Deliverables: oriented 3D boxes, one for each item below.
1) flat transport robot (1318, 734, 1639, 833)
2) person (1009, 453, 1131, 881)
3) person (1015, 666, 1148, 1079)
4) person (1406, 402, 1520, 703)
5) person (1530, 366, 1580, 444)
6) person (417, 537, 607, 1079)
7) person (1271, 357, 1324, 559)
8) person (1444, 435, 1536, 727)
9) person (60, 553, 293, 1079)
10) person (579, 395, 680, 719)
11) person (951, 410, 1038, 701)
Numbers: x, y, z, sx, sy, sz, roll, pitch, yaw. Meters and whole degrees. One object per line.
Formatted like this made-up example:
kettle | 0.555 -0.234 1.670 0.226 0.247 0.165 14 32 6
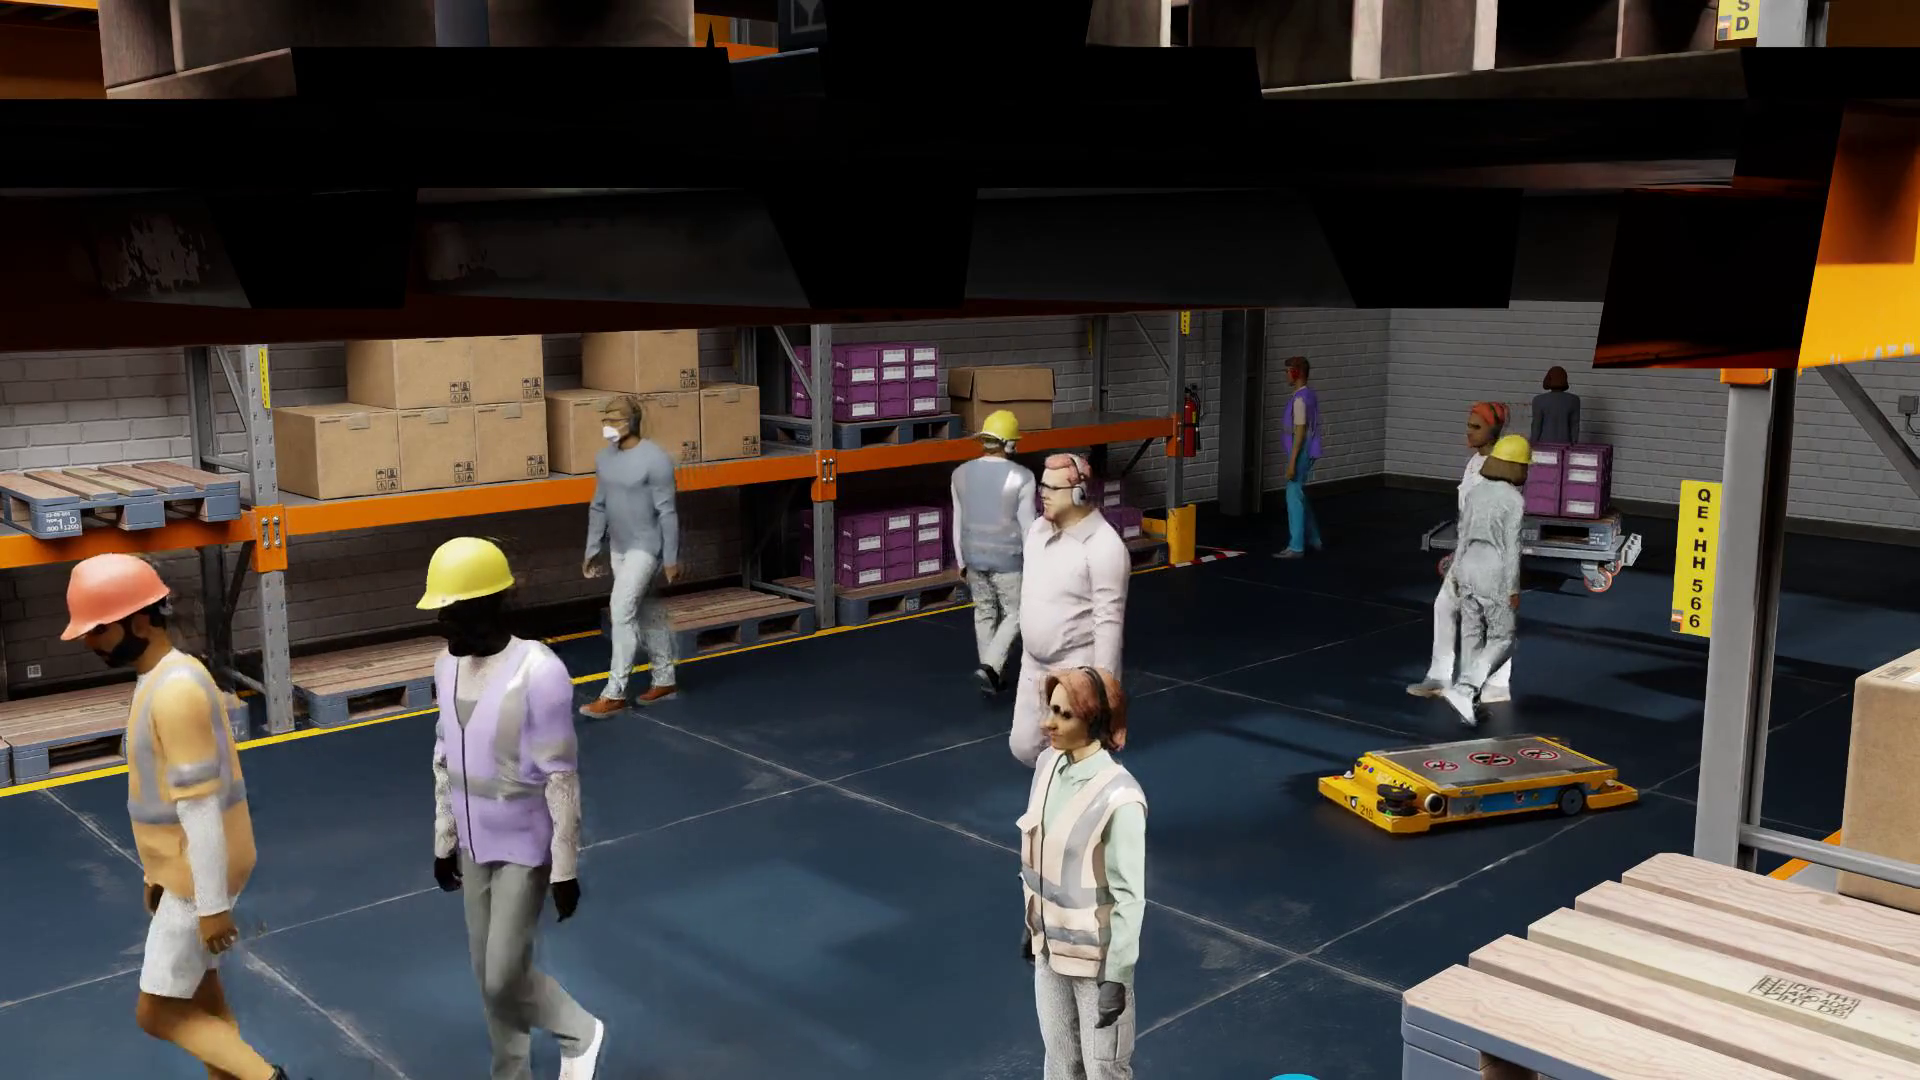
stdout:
flat transport robot | 2.587 1.197 8.306 1.431 0.197 0.652 -3 10 -19
person | 0.484 0.553 7.317 0.515 1.894 0.663 -6 11 -30
person | 0.334 1.144 4.606 0.307 1.644 0.514 -5 11 -28
person | 3.089 0.095 10.129 0.685 1.862 0.586 -2 10 -12
person | 5.994 -0.934 16.799 0.502 1.632 0.277 -1 10 -3
person | -1.398 0.924 5.122 0.620 1.908 0.462 8 12 37
person | 3.098 -0.732 15.090 0.491 1.827 0.616 2 10 14
person | 3.035 0.243 9.655 0.539 1.715 0.510 -6 11 -30
person | -2.275 0.973 4.850 0.503 1.900 0.596 -5 11 -27
person | -2.054 0.100 9.939 0.882 1.902 0.647 -9 13 -44
person | 0.202 0.114 10.149 0.595 1.815 0.544 6 11 29
